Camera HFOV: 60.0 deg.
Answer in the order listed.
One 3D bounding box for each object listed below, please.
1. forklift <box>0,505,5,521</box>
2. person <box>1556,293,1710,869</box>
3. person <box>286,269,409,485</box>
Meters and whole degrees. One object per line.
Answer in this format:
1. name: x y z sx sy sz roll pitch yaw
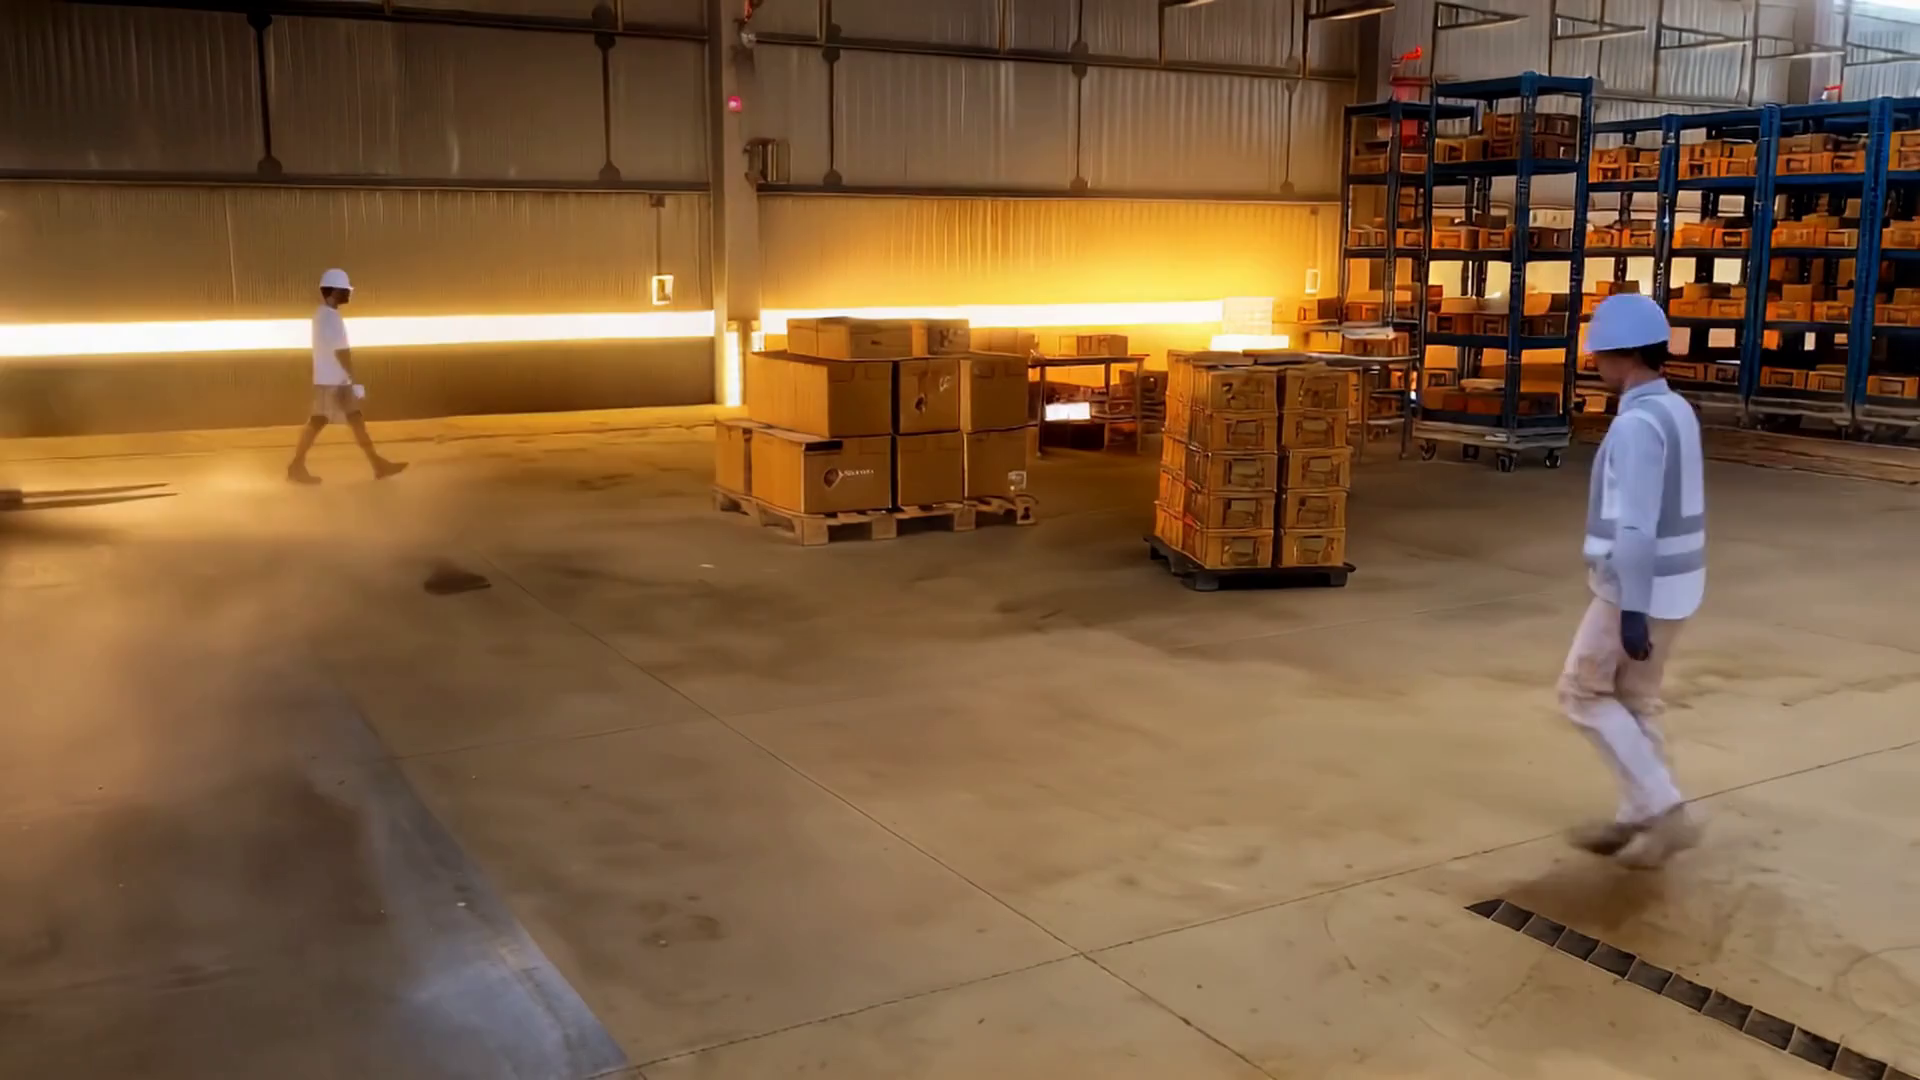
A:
1. forklift: -8.200 -1.498 12.158 1.873 2.768 1.129 -6 12 -30
2. person: 2.229 0.154 5.505 0.448 1.925 0.633 8 13 38
3. person: -5.465 -1.425 14.590 1.043 1.884 0.549 -4 11 -21
